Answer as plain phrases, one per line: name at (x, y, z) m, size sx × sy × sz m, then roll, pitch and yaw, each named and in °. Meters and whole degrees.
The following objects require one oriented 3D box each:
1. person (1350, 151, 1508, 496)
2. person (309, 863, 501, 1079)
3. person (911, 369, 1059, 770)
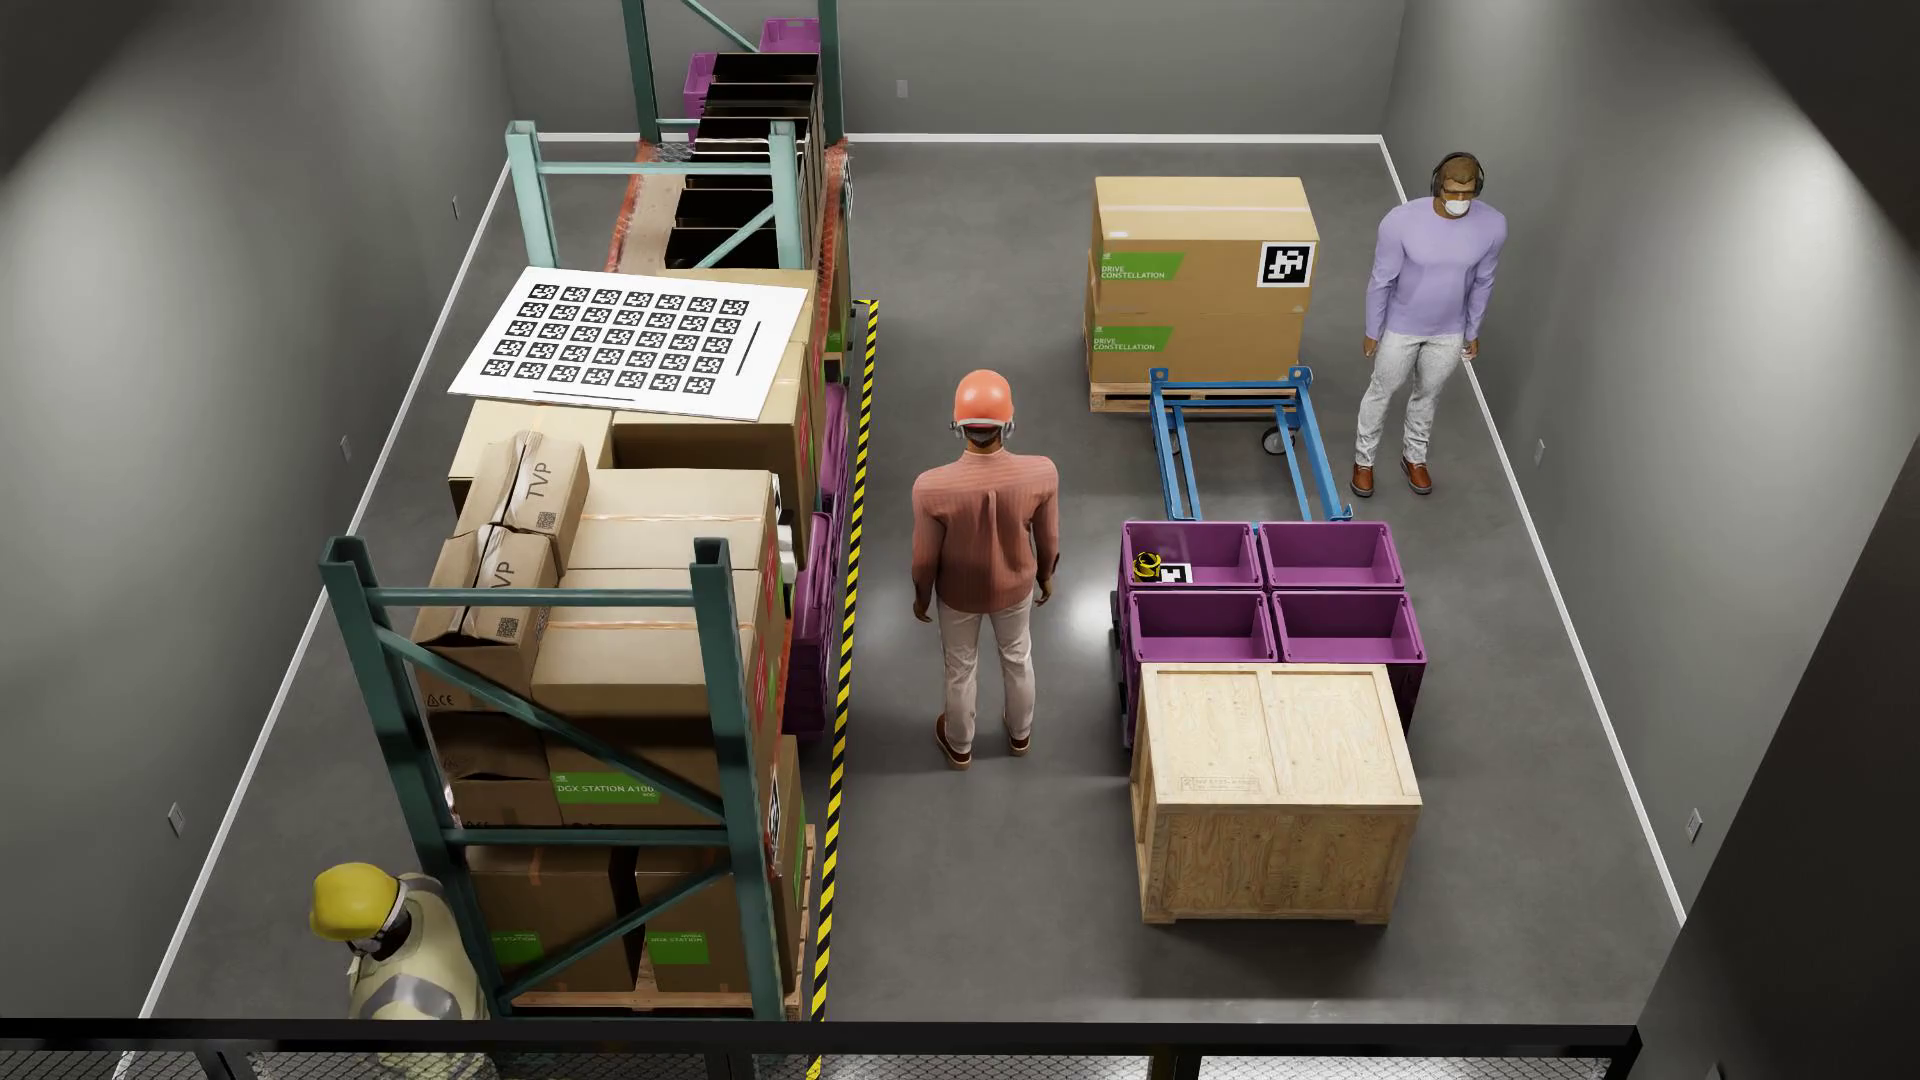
person at (2.323, -1.063, 8.326) m, size 0.631 × 1.940 × 0.372 m, roll -2°, pitch 41°, yaw -2°
person at (-1.706, 1.631, 5.342) m, size 0.404 × 1.819 × 0.591 m, roll -7°, pitch 42°, yaw -8°
person at (0.095, 0.157, 6.900) m, size 0.623 × 1.982 × 0.402 m, roll -9°, pitch 42°, yaw -11°
